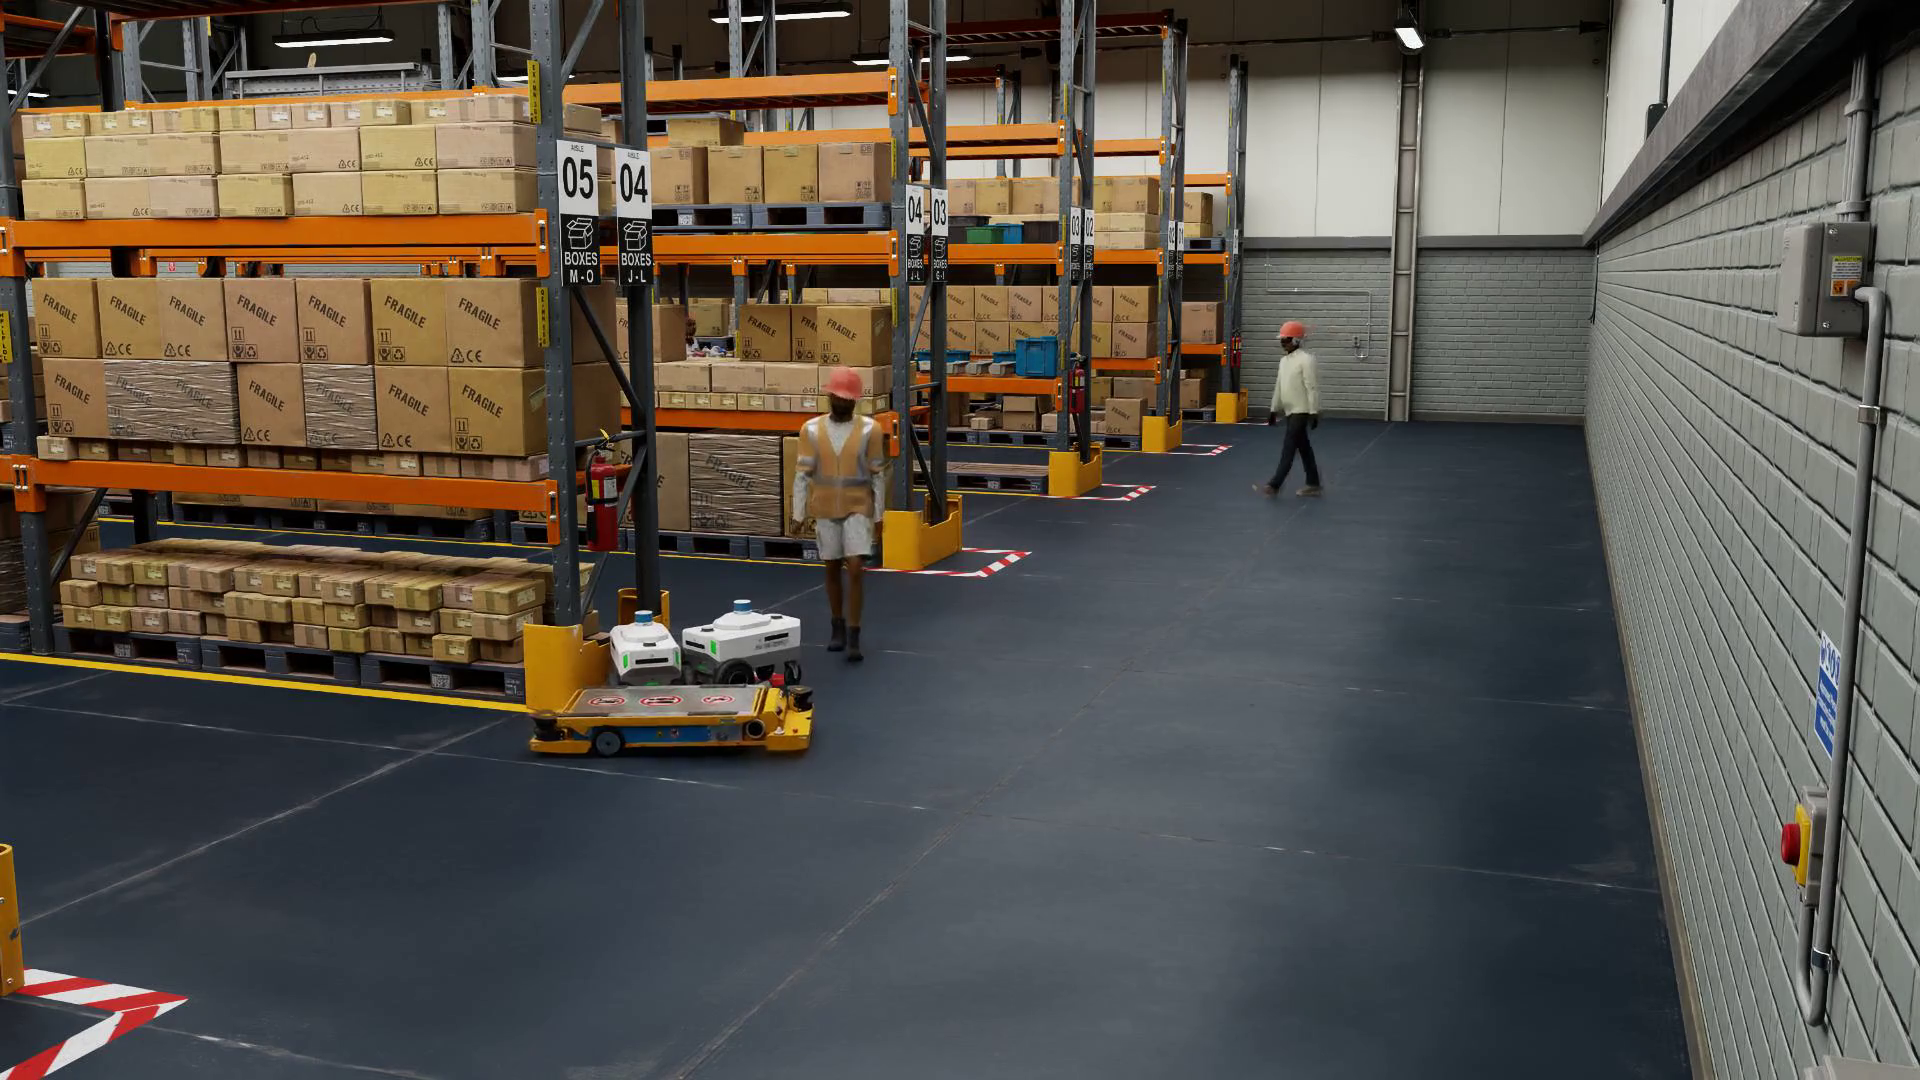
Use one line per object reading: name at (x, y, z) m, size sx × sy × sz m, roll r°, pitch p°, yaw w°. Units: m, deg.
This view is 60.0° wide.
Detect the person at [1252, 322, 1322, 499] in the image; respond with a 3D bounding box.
person at (3.661, -1.435, 18.515) m, size 0.966 × 1.956 × 0.659 m, roll -3°, pitch 9°, yaw -15°

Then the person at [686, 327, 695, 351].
person at (-3.756, -2.012, 22.669) m, size 0.972 × 1.799 × 0.625 m, roll 2°, pitch 9°, yaw 14°

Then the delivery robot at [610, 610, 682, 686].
delivery robot at (-1.819, 0.650, 9.592) m, size 0.477 × 0.478 × 0.707 m, roll -3°, pitch 10°, yaw -17°

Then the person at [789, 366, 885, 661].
person at (-0.794, -0.166, 10.770) m, size 0.582 × 1.898 × 0.807 m, roll 1°, pitch 9°, yaw 6°

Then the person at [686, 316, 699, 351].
person at (-4.093, -2.420, 24.939) m, size 0.645 × 1.873 × 0.598 m, roll 2°, pitch 9°, yaw 13°

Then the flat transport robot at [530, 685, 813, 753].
flat transport robot at (-1.515, 0.949, 8.904) m, size 1.431 × 0.197 × 0.652 m, roll 0°, pitch 9°, yaw -3°

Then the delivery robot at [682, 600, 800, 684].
delivery robot at (-1.293, 0.599, 9.911) m, size 0.477 × 0.478 × 0.707 m, roll 9°, pitch 13°, yaw 44°
